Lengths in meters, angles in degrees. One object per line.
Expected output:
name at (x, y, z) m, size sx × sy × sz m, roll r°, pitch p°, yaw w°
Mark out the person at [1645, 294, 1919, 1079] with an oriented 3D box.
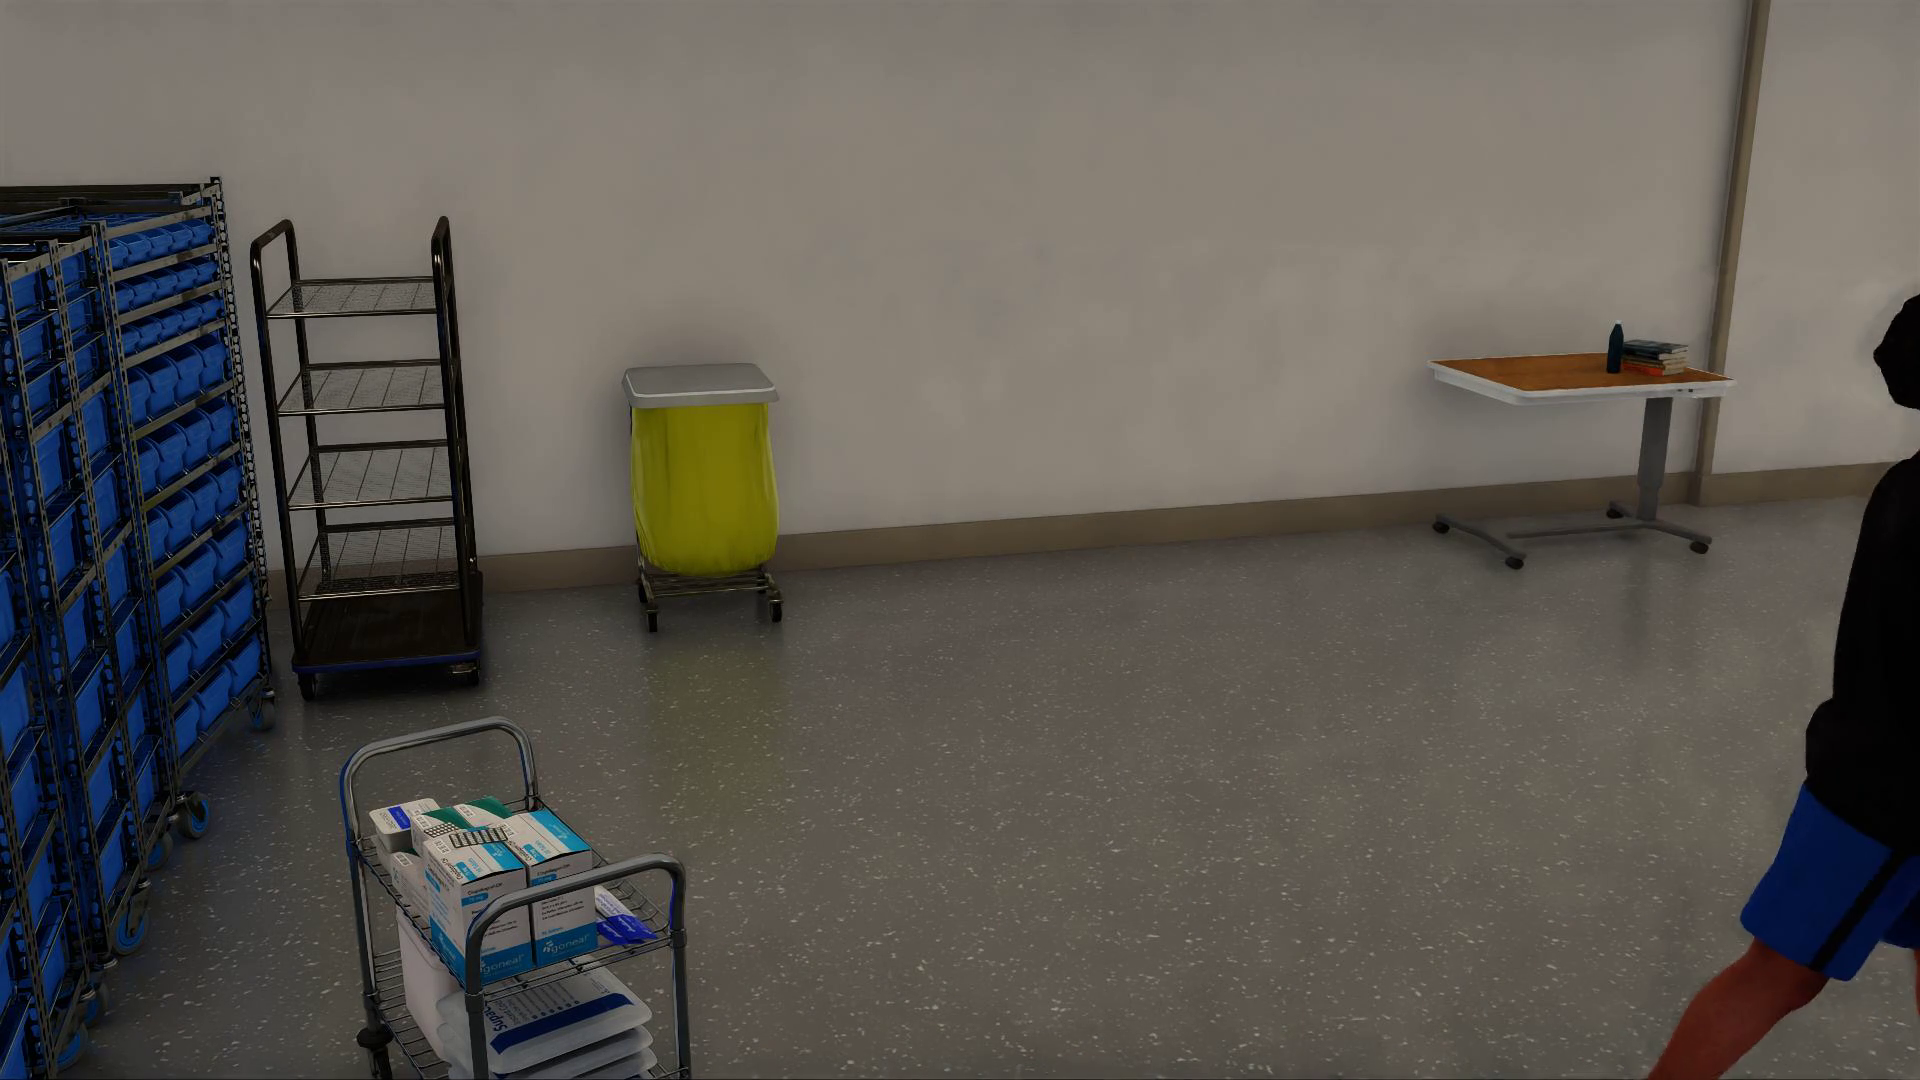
person at (1.571, 0.446, 2.975) m, size 1.233 × 1.744 × 1.064 m, roll 6°, pitch 17°, yaw 20°
